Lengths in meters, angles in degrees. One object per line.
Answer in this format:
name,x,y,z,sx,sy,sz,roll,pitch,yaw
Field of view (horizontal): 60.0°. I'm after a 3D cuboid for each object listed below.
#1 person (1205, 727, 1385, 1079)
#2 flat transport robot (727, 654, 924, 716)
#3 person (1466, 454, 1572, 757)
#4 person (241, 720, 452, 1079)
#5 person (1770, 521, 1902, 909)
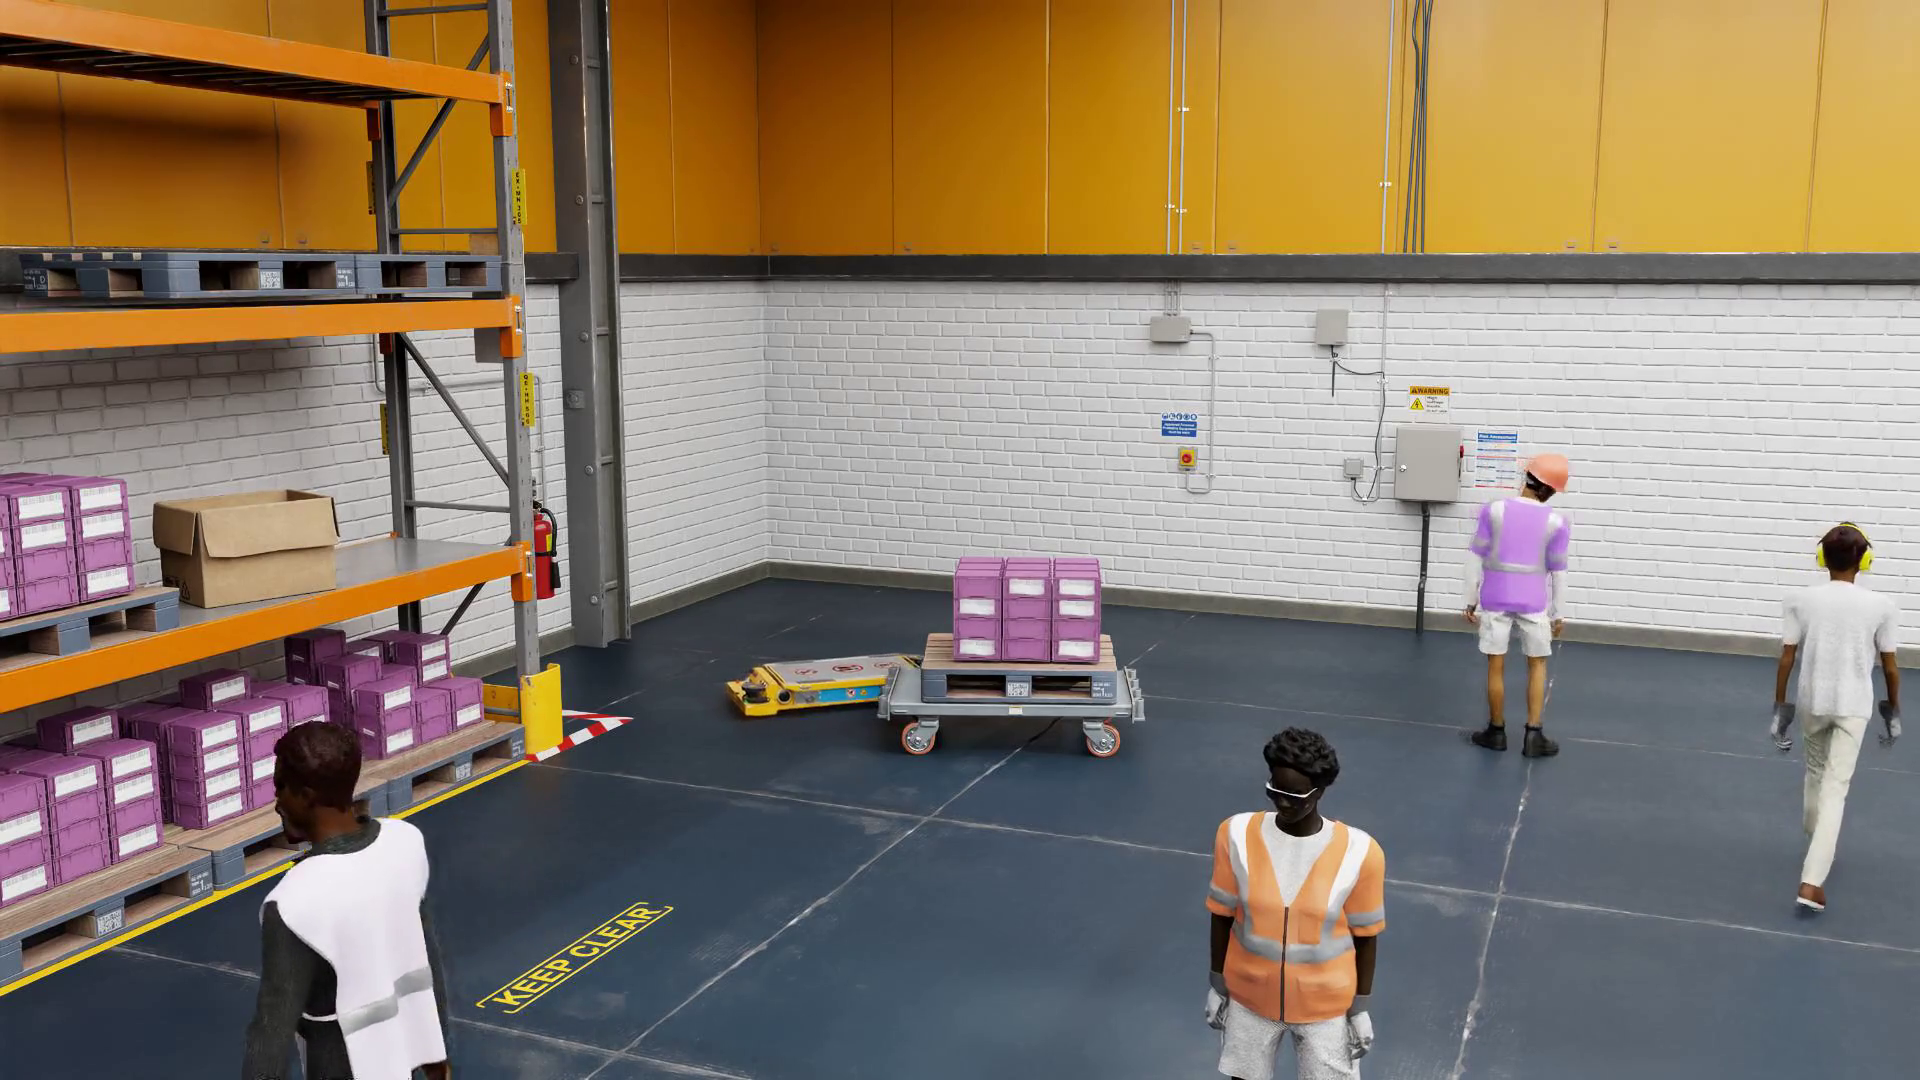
person,0.988,1.377,4.986,0.529,1.694,0.321,3,10,19
flat transport robot,-0.860,0.995,11.604,1.431,0.197,0.652,-3,10,-19
person,3.459,0.412,10.283,0.632,1.886,0.415,3,10,17
person,-1.695,1.390,4.347,0.958,1.872,0.623,2,9,9
person,4.205,0.822,7.995,0.524,1.825,0.990,8,12,38
